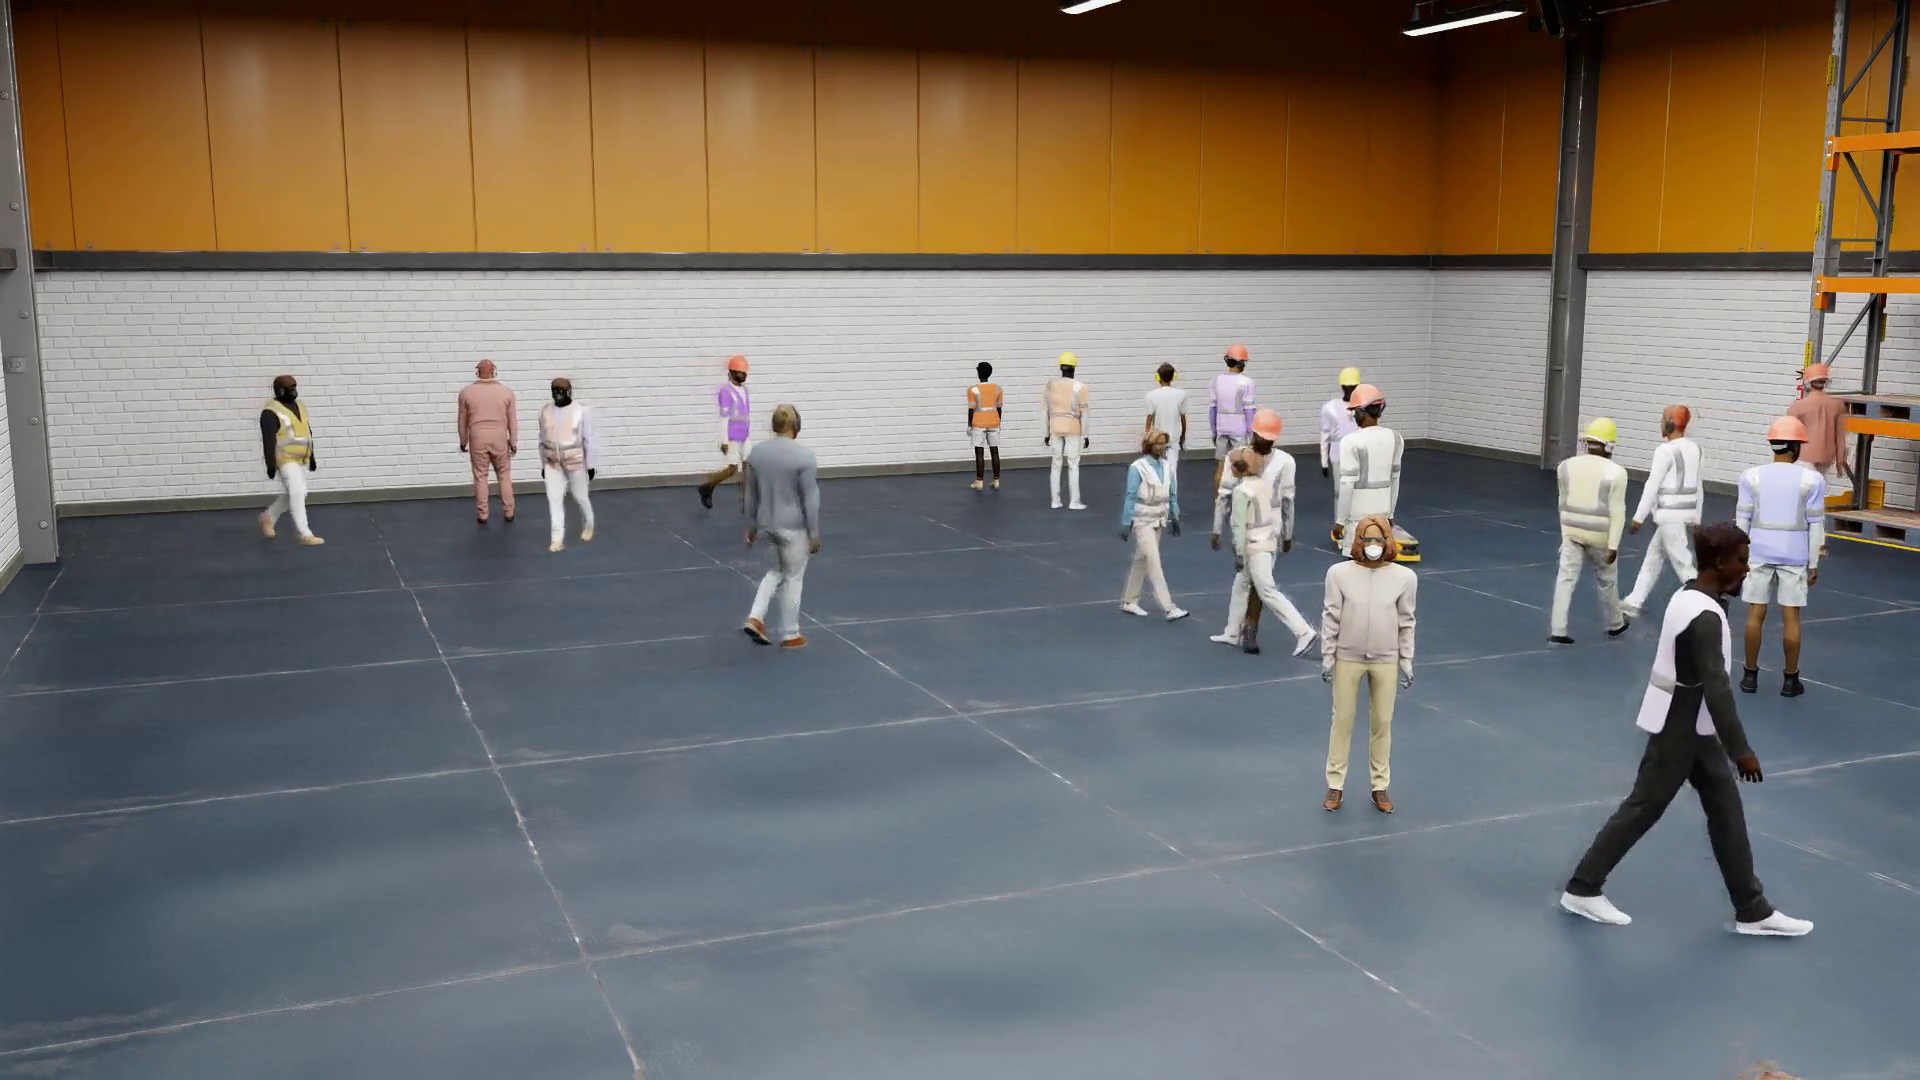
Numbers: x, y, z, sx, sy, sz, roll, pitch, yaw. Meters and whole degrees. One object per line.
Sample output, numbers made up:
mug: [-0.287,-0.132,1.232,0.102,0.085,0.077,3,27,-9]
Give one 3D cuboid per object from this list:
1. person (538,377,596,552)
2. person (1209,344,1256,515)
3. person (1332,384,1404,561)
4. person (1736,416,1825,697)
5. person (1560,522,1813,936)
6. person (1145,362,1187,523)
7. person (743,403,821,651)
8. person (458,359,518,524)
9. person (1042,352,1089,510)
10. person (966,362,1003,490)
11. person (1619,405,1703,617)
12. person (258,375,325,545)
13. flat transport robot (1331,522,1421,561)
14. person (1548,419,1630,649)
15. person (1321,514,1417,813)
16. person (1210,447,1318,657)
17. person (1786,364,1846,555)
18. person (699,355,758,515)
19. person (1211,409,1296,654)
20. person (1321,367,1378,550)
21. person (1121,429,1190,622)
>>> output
person: [-4.123,-0.820,17.511,0.632,1.812,0.861,1,9,6]
person: [3.239,-1.289,19.649,0.615,2.040,0.391,9,13,43]
person: [3.195,-0.215,13.151,0.607,2.039,0.380,-5,11,-30]
person: [5.638,0.114,11.478,0.545,1.933,0.376,6,11,32]
person: [3.217,0.837,7.347,1.041,1.859,0.581,4,10,24]
person: [2.389,-1.148,19.406,0.498,1.832,0.945,0,9,1]
person: [-1.378,-0.086,12.729,0.644,1.919,0.500,6,11,33]
person: [-5.419,-1.132,19.131,0.656,1.904,0.437,-3,10,-17]
person: [1.299,-1.321,20.197,0.594,1.922,0.387,5,10,26]
person: [0.327,-1.510,22.028,0.535,1.697,0.321,-4,10,-25]
person: [5.838,-0.192,13.669,0.581,1.835,1.005,-8,13,-41]
person: [-7.181,-0.859,17.721,0.784,1.823,0.630,2,10,12]
flat transport robot: [4.271,0.009,17.138,0.652,0.197,1.431,1,9,4]
person: [4.936,-0.058,12.974,0.934,1.782,0.588,-9,13,-43]
person: [2.209,0.668,9.021,0.498,1.634,0.278,1,9,9]
person: [2.350,0.083,12.726,0.859,1.589,0.528,5,11,30]
person: [8.825,-0.863,17.357,0.646,1.936,1.009,-1,9,-8]
person: [-2.724,-1.249,19.810,0.747,1.918,0.550,4,10,24]
person: [2.302,-0.107,13.015,0.622,1.876,1.011,3,10,18]
person: [4.082,-0.874,17.504,0.596,1.915,0.546,0,9,2]
person: [1.664,-0.117,13.841,0.836,1.596,0.543,9,13,44]
